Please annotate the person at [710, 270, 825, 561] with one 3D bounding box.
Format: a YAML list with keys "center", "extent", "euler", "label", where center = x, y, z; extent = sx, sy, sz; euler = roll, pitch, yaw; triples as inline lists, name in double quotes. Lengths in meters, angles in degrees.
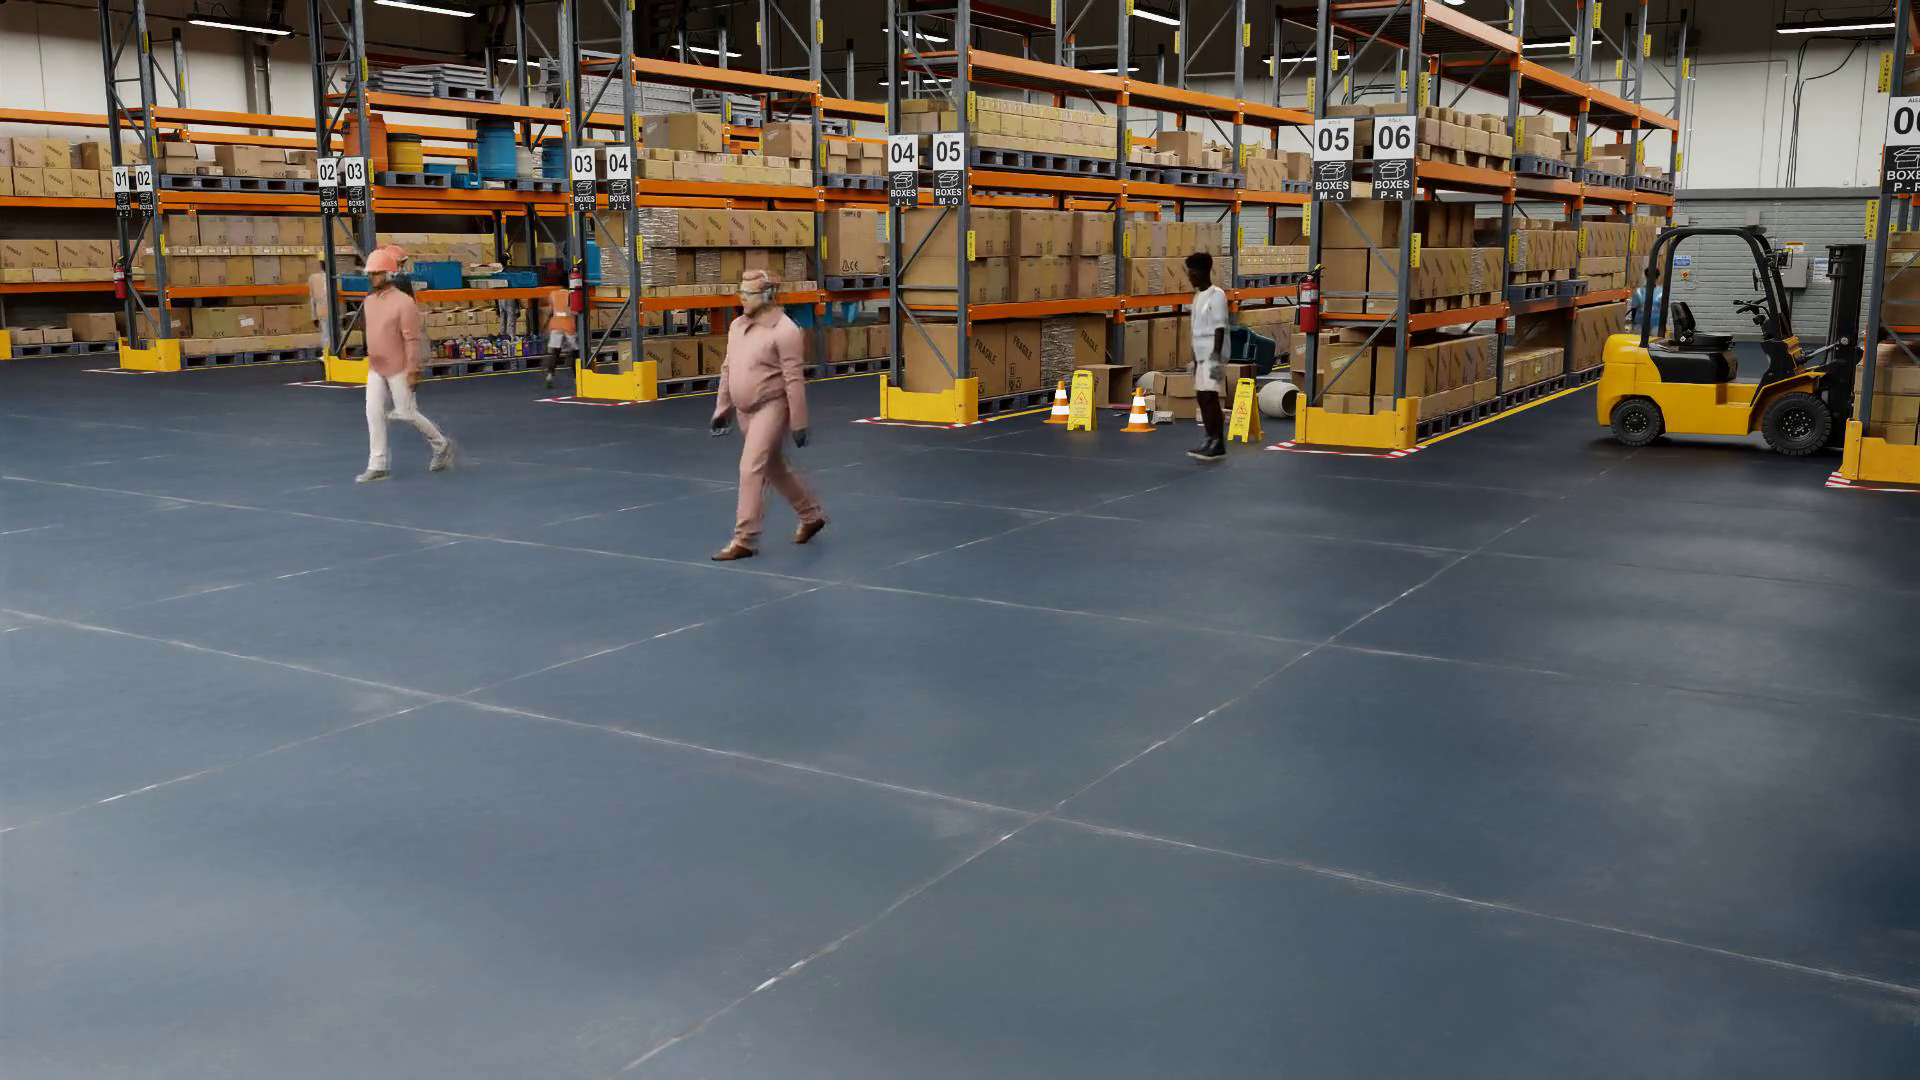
- center: [-1.250, -0.837, 10.886]
  extent: [0.977, 1.861, 0.646]
  euler: [-9, 13, -40]
  label: "person"

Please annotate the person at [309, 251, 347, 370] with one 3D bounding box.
- center: [-9.647, -3.453, 25.374]
  extent: [0.602, 1.915, 0.513]
  euler: [4, 11, 21]
  label: "person"

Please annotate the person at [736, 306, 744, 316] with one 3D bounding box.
- center: [-3.714, -4.175, 29.228]
  extent: [0.609, 1.986, 0.391]
  euler: [6, 12, 29]
  label: "person"

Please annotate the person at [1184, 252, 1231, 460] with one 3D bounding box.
- center: [2.303, -1.725, 15.624]
  extent: [0.456, 1.942, 0.620]
  euler: [-2, 10, -10]
  label: "person"

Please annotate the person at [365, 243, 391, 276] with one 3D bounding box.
- center: [-9.191, -3.746, 26.710]
  extent: [0.654, 2.026, 0.501]
  euler: [4, 11, 22]
  label: "person"

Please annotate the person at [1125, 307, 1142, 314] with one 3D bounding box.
- center: [3.031, -4.291, 30.013]
  extent: [0.552, 1.937, 0.356]
  euler: [5, 11, 26]
  label: "person"

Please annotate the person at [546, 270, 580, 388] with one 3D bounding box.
- center: [-5.577, -2.967, 23.384]
  extent: [0.522, 1.654, 0.866]
  euler: [2, 10, 11]
  label: "person"

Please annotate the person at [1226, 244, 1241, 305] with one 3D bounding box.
- center: [5.346, -4.943, 33.376]
  extent: [0.705, 2.000, 0.963]
  euler: [5, 11, 28]
  label: "person"

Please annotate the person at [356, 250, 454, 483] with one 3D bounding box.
- center: [-4.825, -1.497, 14.291]
  extent: [0.622, 1.970, 0.859]
  euler: [6, 12, 32]
  label: "person"

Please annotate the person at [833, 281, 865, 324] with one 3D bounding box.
- center: [-2.109, -4.449, 31.376]
  extent: [0.566, 1.760, 1.008]
  euler: [2, 10, 13]
  label: "person"

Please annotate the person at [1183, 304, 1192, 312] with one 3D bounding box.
- center: [4.349, -4.358, 30.546]
  extent: [0.631, 1.888, 1.032]
  euler: [4, 11, 20]
  label: "person"

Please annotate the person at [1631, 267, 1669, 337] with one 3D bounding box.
- center: [10.136, -3.178, 24.479]
  extent: [0.538, 1.682, 0.432]
  euler: [6, 12, 29]
  label: "person"

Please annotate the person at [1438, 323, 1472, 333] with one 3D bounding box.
- center: [9.761, -4.739, 32.775]
  extent: [0.821, 1.866, 0.603]
  euler: [8, 13, 39]
  label: "person"

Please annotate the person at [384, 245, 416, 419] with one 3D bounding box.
- center: [-6.494, -2.401, 19.264]
  extent: [0.376, 1.995, 0.608]
  euler: [-2, 10, -12]
  label: "person"

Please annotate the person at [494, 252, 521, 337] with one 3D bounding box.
- center: [-7.733, -3.978, 28.446]
  extent: [0.517, 1.874, 0.327]
  euler: [5, 11, 27]
  label: "person"
